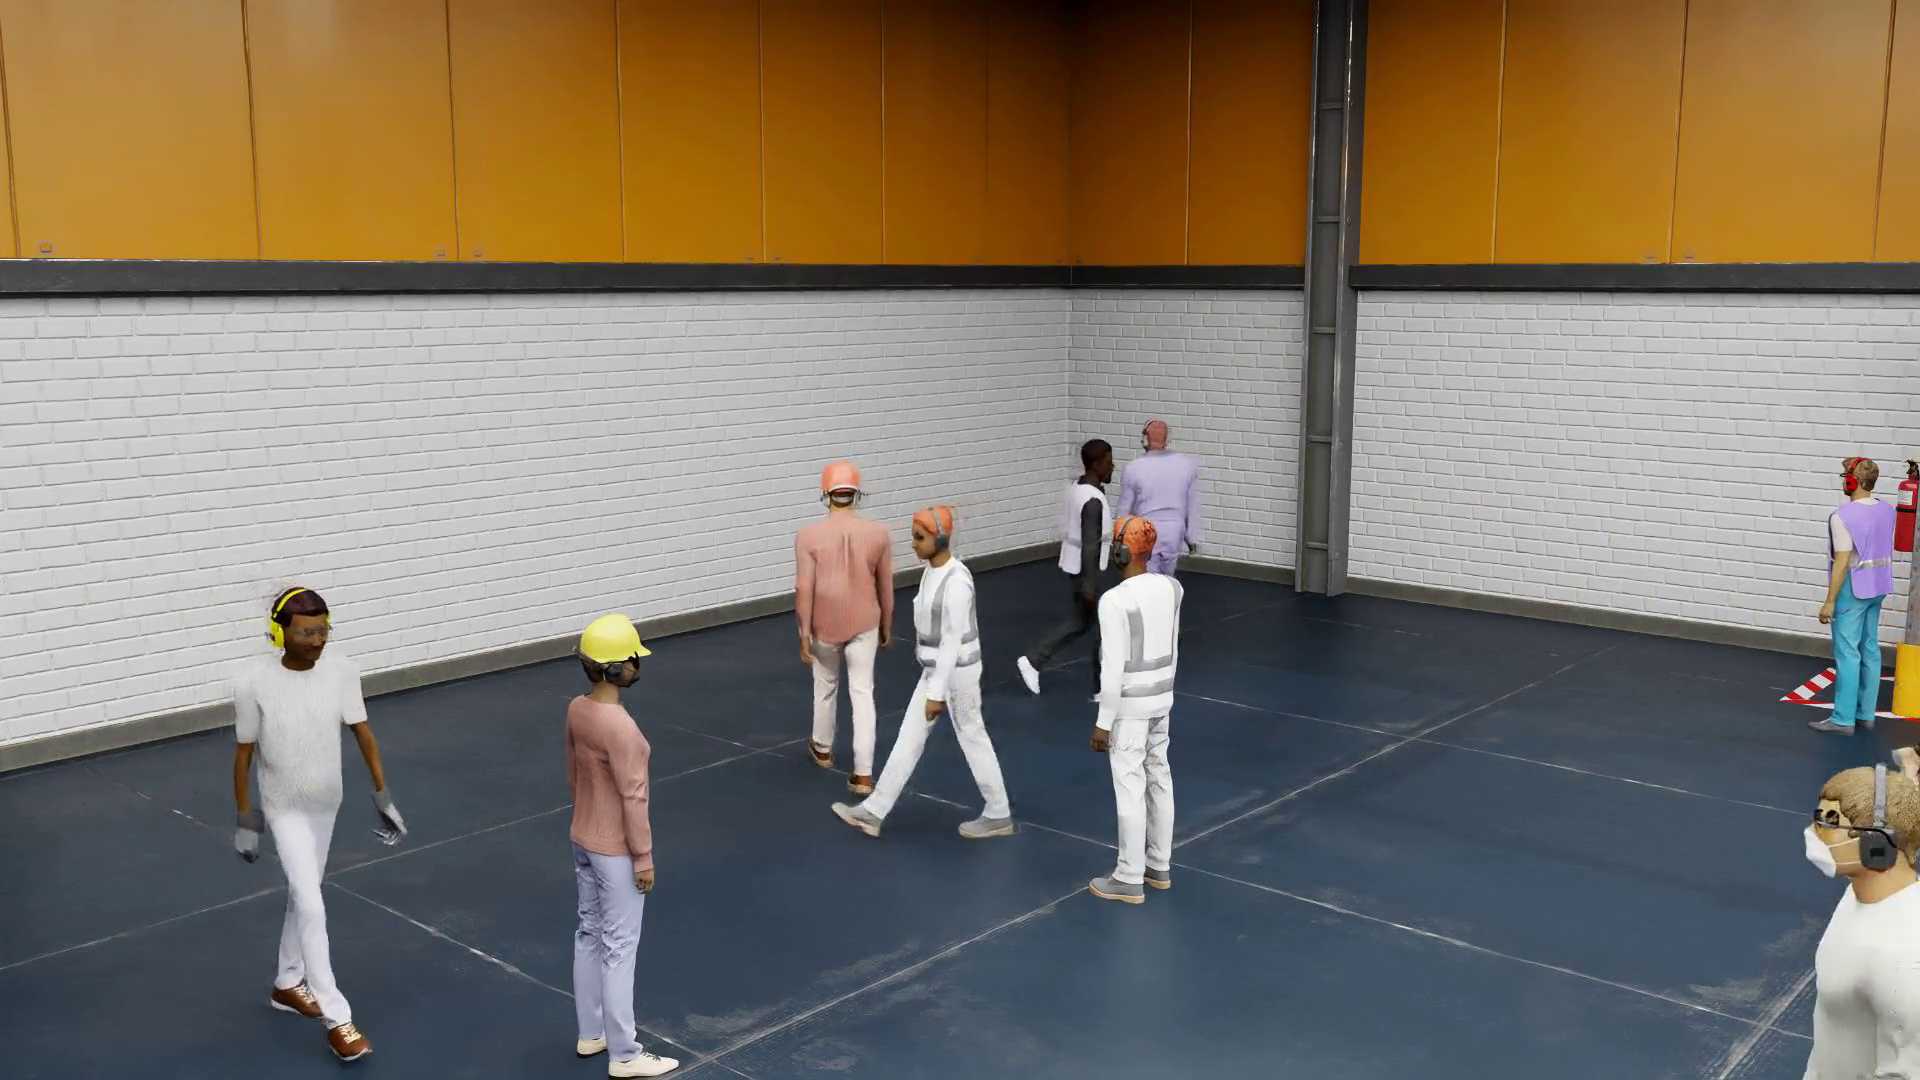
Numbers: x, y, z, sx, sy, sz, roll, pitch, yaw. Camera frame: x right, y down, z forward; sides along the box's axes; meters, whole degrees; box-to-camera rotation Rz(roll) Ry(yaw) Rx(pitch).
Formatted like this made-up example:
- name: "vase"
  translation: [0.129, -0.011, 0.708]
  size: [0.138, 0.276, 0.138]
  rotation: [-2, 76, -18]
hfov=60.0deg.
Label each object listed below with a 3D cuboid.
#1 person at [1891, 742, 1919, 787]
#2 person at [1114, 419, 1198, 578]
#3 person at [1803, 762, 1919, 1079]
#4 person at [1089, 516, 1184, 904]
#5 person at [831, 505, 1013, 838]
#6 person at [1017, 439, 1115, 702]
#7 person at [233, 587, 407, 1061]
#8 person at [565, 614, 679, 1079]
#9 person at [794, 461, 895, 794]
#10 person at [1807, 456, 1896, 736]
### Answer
- name: "person"
  translation: [5.626, 0.727, 9.278]
  size: [0.643, 1.676, 0.539]
  rotation: [8, 12, 42]
- name: "person"
  translation: [1.535, -0.025, 13.331]
  size: [0.679, 1.888, 0.537]
  rotation: [-3, 10, -19]
- name: "person"
  translation: [2.068, 1.458, 3.980]
  size: [0.868, 1.902, 0.657]
  rotation: [4, 10, 26]
- name: "person"
  translation: [0.849, 0.818, 8.076]
  size: [0.359, 1.882, 0.573]
  rotation: [8, 12, 43]
- name: "person"
  translation: [-0.163, 0.728, 8.802]
  size: [1.005, 1.826, 0.591]
  rotation: [-3, 9, -17]
- name: "person"
  translation: [0.838, 0.223, 11.767]
  size: [0.764, 1.898, 0.592]
  rotation: [-1, 9, -8]
- name: "person"
  translation: [-2.505, 1.087, 6.561]
  size: [0.936, 1.818, 0.541]
  rotation: [7, 11, 37]
- name: "person"
  translation: [-1.309, 1.155, 6.324]
  size: [0.315, 1.769, 0.523]
  rotation: [-7, 11, -37]
- name: "person"
  translation: [-0.686, 0.496, 9.948]
  size: [0.633, 1.941, 1.049]
  rotation: [-3, 9, -16]
- name: "person"
  translation: [5.913, 0.375, 10.967]
  size: [0.564, 1.846, 0.394]
  rotation: [-5, 10, -28]
